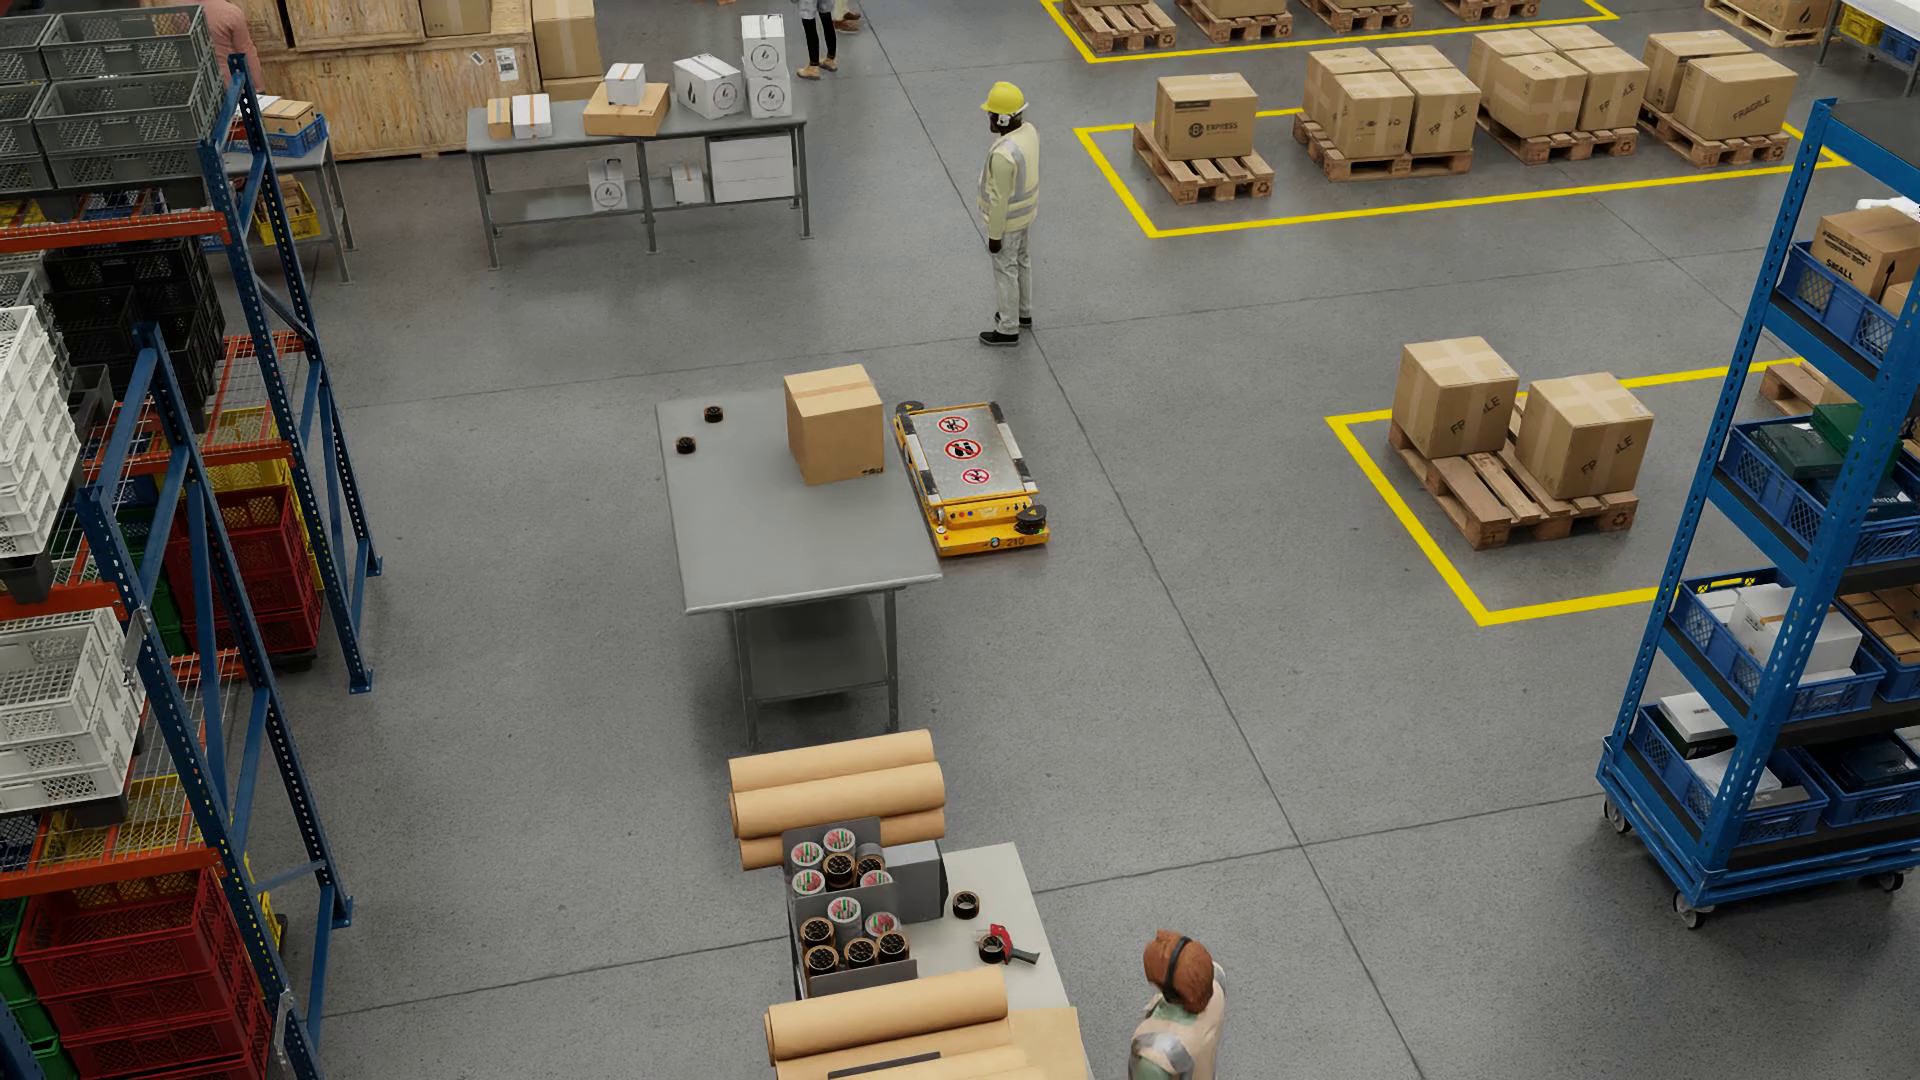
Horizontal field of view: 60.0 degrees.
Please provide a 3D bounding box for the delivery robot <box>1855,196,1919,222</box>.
[{"bbox_3d":[7.082,-2.384,12.415,0.707,0.478,0.477,4,37,4],"label":"delivery robot"}]

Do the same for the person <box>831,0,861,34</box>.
[{"bbox_3d":[-1.148,-5.894,16.140,0.518,1.849,0.682,-13,39,-16],"label":"person"}]

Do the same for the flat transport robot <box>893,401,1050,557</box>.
[{"bbox_3d":[0.046,-0.430,10.108,0.652,0.197,1.431,-8,37,-10],"label":"flat transport robot"}]

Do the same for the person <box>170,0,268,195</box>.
[{"bbox_3d":[-5.724,-3.617,13.044,0.635,1.900,0.402,9,38,12],"label":"person"}]

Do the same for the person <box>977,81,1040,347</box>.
[{"bbox_3d":[0.318,-2.193,11.187,0.403,1.823,0.590,14,39,18],"label":"person"}]

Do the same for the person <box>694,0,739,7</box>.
[{"bbox_3d":[-2.553,-6.338,16.744,0.634,1.840,0.429,17,40,22],"label":"person"}]

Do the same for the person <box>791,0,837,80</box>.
[{"bbox_3d":[-1.347,-5.067,15.152,0.317,1.697,0.540,25,44,30],"label":"person"}]

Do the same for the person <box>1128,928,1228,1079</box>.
[{"bbox_3d":[0.732,1.951,5.775,0.311,1.633,0.517,21,41,26],"label":"person"}]
